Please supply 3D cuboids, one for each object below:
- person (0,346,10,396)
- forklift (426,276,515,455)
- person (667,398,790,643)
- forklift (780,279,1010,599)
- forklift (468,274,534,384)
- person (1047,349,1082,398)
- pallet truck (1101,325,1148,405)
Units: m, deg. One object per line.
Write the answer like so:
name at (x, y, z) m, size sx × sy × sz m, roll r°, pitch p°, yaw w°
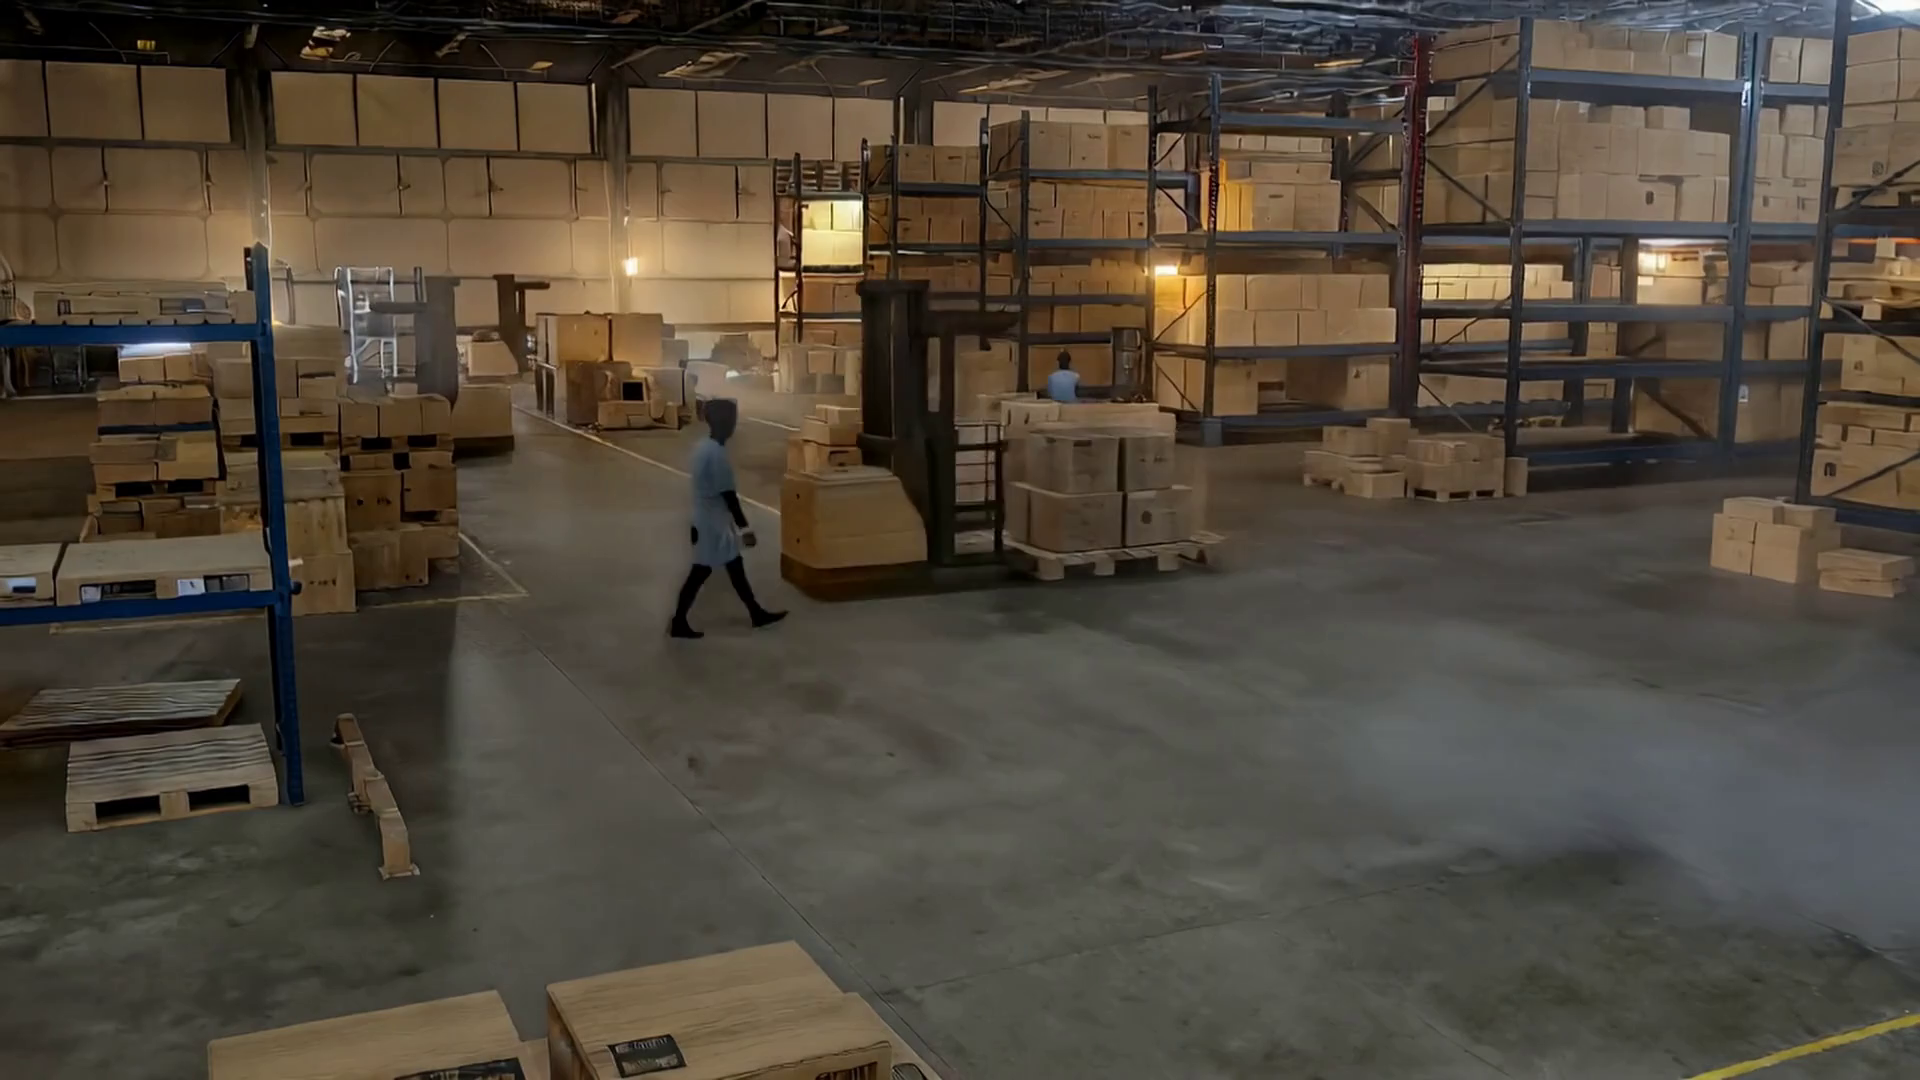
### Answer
person at (-22.371, -4.280, 38.558) m, size 0.635 × 1.936 × 0.354 m, roll -9°, pitch 13°, yaw -44°
forklift at (-8.069, -2.737, 26.069) m, size 1.873 × 2.768 × 1.129 m, roll -4°, pitch 10°, yaw -25°
person at (-1.859, -0.152, 13.043) m, size 1.019 × 1.913 × 0.610 m, roll -3°, pitch 10°, yaw -16°
forklift at (-0.623, -0.972, 15.116) m, size 1.873 × 2.768 × 1.129 m, roll -4°, pitch 10°, yaw -25°
forklift at (-11.531, -5.355, 42.313) m, size 1.873 × 2.768 × 1.129 m, roll -4°, pitch 10°, yaw -25°
person at (1.451, -1.707, 22.912) m, size 0.528 × 1.849 × 0.781 m, roll -2°, pitch 9°, yaw -13°
pallet truck at (2.881, -2.596, 27.923) m, size 0.823 × 1.965 × 1.885 m, roll -1°, pitch 9°, yaw -7°
